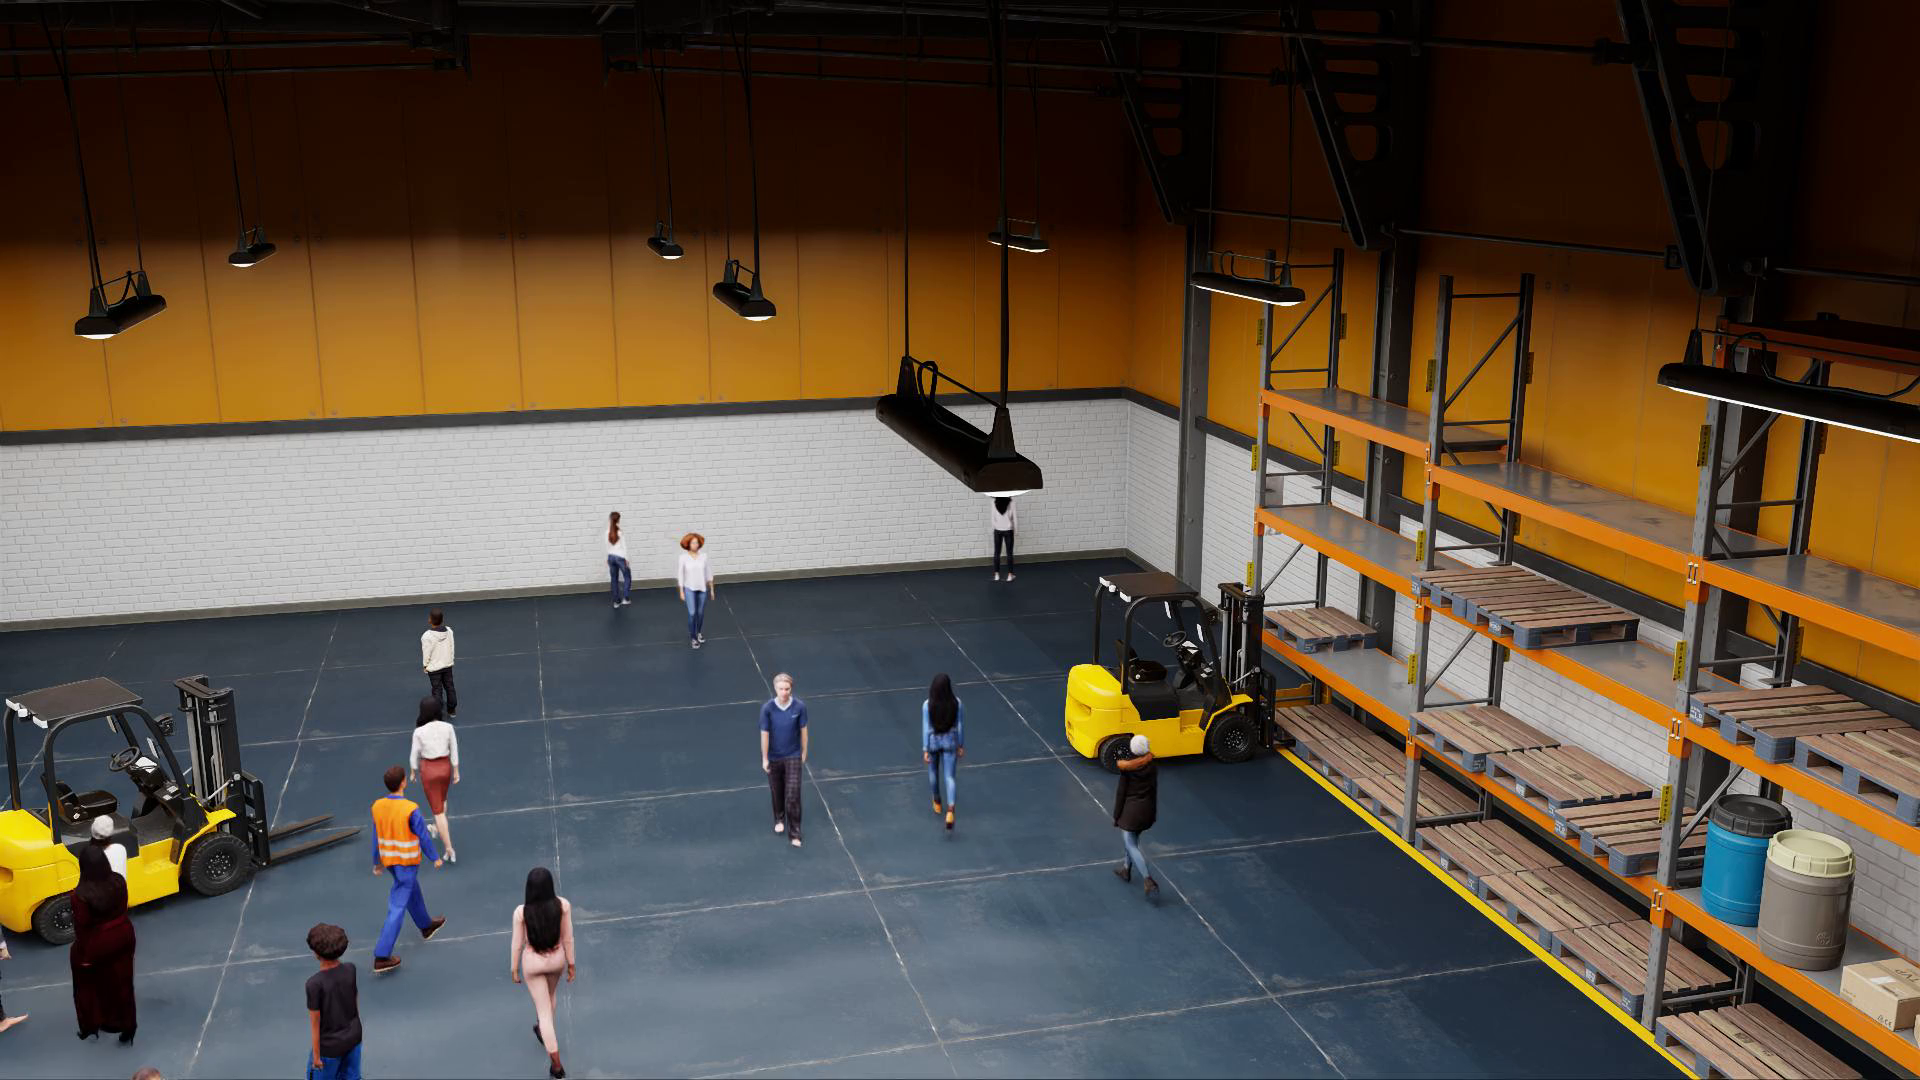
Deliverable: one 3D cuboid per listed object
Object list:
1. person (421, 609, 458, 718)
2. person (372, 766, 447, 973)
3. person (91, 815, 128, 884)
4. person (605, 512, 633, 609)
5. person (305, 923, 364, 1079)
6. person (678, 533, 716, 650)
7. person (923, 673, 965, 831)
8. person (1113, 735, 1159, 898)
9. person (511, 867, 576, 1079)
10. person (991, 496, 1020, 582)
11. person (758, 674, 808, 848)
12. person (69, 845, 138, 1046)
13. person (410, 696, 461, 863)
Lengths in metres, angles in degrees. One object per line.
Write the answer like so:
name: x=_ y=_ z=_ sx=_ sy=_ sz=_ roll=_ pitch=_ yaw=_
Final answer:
person: x=-6.695 y=1.599 z=21.414 sx=0.664 sy=1.455 sz=0.671 roll=-13 pitch=19 yaw=-42
person: x=-5.068 y=2.980 z=14.952 sx=1.200 sy=1.813 sz=1.317 roll=6 pitch=15 yaw=24
person: x=-7.371 y=3.190 z=14.480 sx=0.943 sy=1.626 sz=0.886 roll=6 pitch=15 yaw=25
person: x=-5.483 y=0.328 z=26.463 sx=0.655 sy=1.549 sz=0.703 roll=3 pitch=14 yaw=10
person: x=-4.496 y=3.674 z=12.152 sx=0.762 sy=1.781 sz=0.712 roll=9 pitch=16 yaw=34
person: x=-3.932 y=0.704 z=24.614 sx=0.735 sy=1.689 sz=0.953 roll=-7 pitch=15 yaw=-26
person: x=-0.176 y=2.313 z=18.004 sx=0.714 sy=1.672 sz=1.193 roll=-1 pitch=14 yaw=-6
person: x=1.764 y=2.731 z=16.415 sx=0.784 sy=1.606 sz=1.077 roll=-8 pitch=16 yaw=-29
person: x=-3.294 y=3.467 z=13.235 sx=0.833 sy=1.673 sz=1.214 roll=-7 pitch=15 yaw=-27
person: x=0.743 y=-0.158 z=28.146 sx=0.701 sy=1.701 sz=0.698 roll=3 pitch=14 yaw=12
person: x=-1.895 y=2.291 z=17.756 sx=0.795 sy=1.831 sz=1.133 roll=-1 pitch=14 yaw=-4
person: x=-6.935 y=3.342 z=13.599 sx=0.966 sy=1.746 sz=0.906 roll=8 pitch=16 yaw=30
person: x=-5.364 y=2.502 z=17.146 sx=0.893 sy=1.709 sz=1.148 roll=-11 pitch=17 yaw=-37
